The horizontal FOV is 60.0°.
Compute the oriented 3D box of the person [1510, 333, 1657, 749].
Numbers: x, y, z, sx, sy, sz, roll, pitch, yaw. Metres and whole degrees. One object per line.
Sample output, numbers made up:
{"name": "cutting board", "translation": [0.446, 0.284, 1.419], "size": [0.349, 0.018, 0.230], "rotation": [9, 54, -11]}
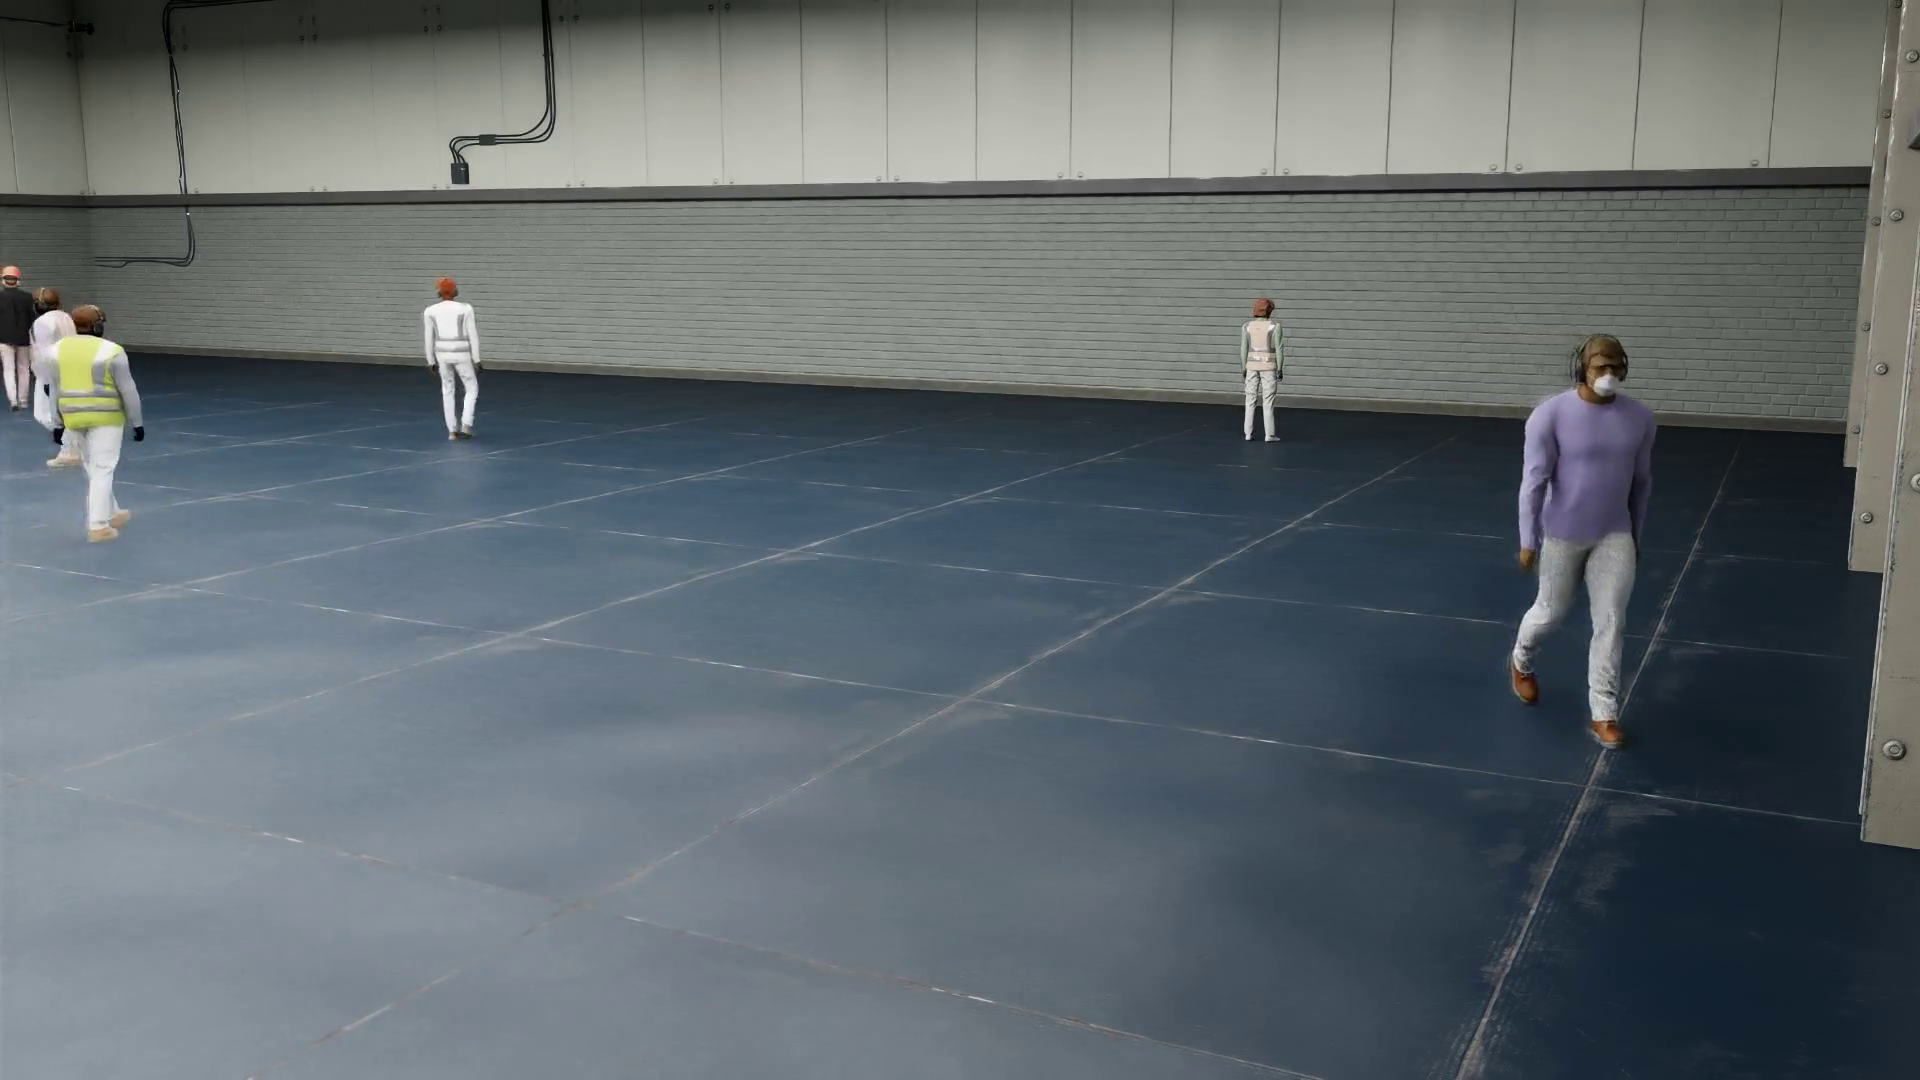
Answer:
{"name": "person", "translation": [2.947, -0.038, 7.939], "size": [0.640, 1.912, 0.922], "rotation": [-1, 10, -4]}

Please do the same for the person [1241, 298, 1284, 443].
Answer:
{"name": "person", "translation": [3.440, -1.928, 18.955], "size": [0.514, 1.639, 0.310], "rotation": [7, 12, 34]}

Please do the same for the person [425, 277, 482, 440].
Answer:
{"name": "person", "translation": [-5.813, -2.080, 19.119], "size": [0.641, 1.874, 0.423], "rotation": [0, 10, 2]}

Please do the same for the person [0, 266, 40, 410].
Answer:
{"name": "person", "translation": [-12.779, -2.720, 22.488], "size": [0.660, 1.934, 0.808], "rotation": [-6, 12, -29]}

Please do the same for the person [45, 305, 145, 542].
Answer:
{"name": "person", "translation": [-6.695, -0.930, 13.047], "size": [0.651, 1.807, 0.866], "rotation": [1, 10, 6]}

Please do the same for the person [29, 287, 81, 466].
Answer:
{"name": "person", "translation": [-9.119, -1.633, 16.824], "size": [0.493, 1.831, 0.633], "rotation": [1, 10, 3]}
